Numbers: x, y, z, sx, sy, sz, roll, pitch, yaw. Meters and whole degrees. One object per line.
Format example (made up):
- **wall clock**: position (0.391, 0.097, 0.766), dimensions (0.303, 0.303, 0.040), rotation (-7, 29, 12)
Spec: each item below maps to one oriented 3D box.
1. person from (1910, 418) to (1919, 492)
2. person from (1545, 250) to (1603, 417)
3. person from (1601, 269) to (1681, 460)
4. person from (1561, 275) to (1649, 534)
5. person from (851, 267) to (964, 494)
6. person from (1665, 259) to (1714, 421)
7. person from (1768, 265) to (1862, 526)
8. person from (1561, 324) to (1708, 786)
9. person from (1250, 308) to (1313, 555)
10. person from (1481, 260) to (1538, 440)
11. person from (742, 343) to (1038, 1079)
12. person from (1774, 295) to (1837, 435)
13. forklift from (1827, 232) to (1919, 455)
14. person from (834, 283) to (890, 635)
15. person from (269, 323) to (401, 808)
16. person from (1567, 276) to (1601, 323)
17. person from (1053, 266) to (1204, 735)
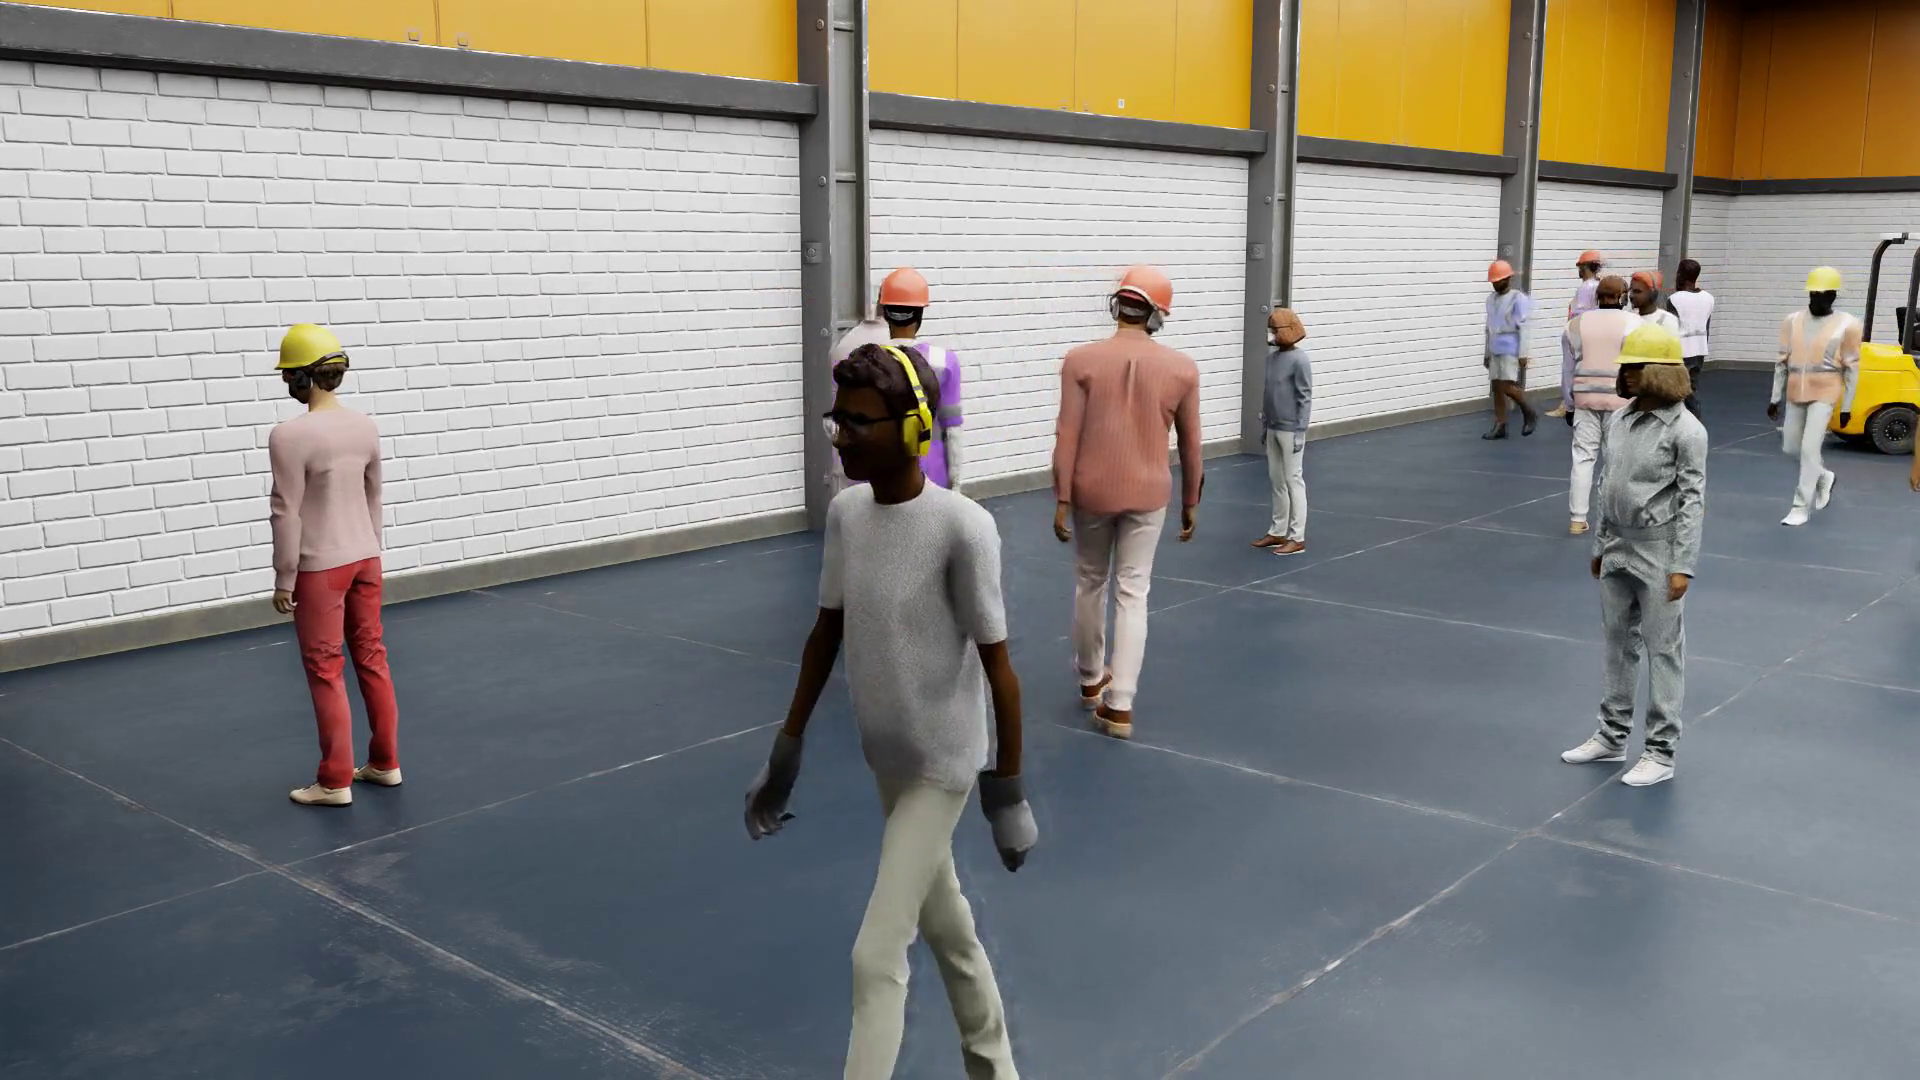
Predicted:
- **person**: position (5.322, -0.404, 8.749), dimensions (0.561, 1.816, 0.490), rotation (4, 11, 21)
- **person**: position (7.408, -2.415, 19.685), dimensions (0.807, 2.008, 0.628), rotation (6, 12, 31)
- **person**: position (4.897, -1.004, 11.984), dimensions (0.423, 1.876, 0.601), rotation (-3, 10, -18)
- **person**: position (4.555, -0.938, 11.720), dimensions (0.626, 1.842, 0.429), rotation (7, 12, 36)
- **person**: position (-0.251, -0.274, 7.656), dimensions (0.542, 1.938, 0.357), rotation (1, 10, 3)
- **person**: position (7.113, -1.788, 16.327), dimensions (0.593, 1.922, 0.392), rotation (-6, 11, -29)
- **person**: position (6.345, -1.072, 12.300), dimensions (0.747, 1.905, 0.599), rotation (-6, 12, -31)
- **person**: position (2.581, 0.058, 6.320), dimensions (0.308, 1.744, 0.485), rotation (-3, 11, -19)
- **person**: position (2.152, -0.721, 11.067), dimensions (0.268, 1.631, 0.507), rotation (-3, 11, -18)
- **person**: position (5.786, -1.998, 17.593), dimensions (0.613, 1.902, 0.565), rotation (-4, 11, -22)
- **person**: position (-0.186, 0.510, 3.508), dimensions (0.919, 1.831, 0.516), rotation (-7, 12, -34)
- **person**: position (9.229, -1.927, 17.889), dimensions (0.887, 1.649, 0.537), rotation (-1, 10, -3)
- **forklift**: position (9.955, -1.972, 16.595), dimensions (2.313, 2.155, 1.214), rotation (1, 10, 8)
- **person**: position (-0.360, -0.437, 8.754), dimensions (0.676, 1.868, 0.731), rotation (10, 14, 44)
- **person**: position (-2.311, 0.093, 6.088), dimensions (0.340, 1.757, 0.518), rotation (4, 11, 19)
- **person**: position (7.727, -2.397, 20.454), dimensions (0.535, 1.691, 0.319), rotation (2, 10, 13)
- **person**: position (0.720, -0.186, 7.134), dimensions (0.649, 1.942, 0.826), rotation (0, 10, 1)
